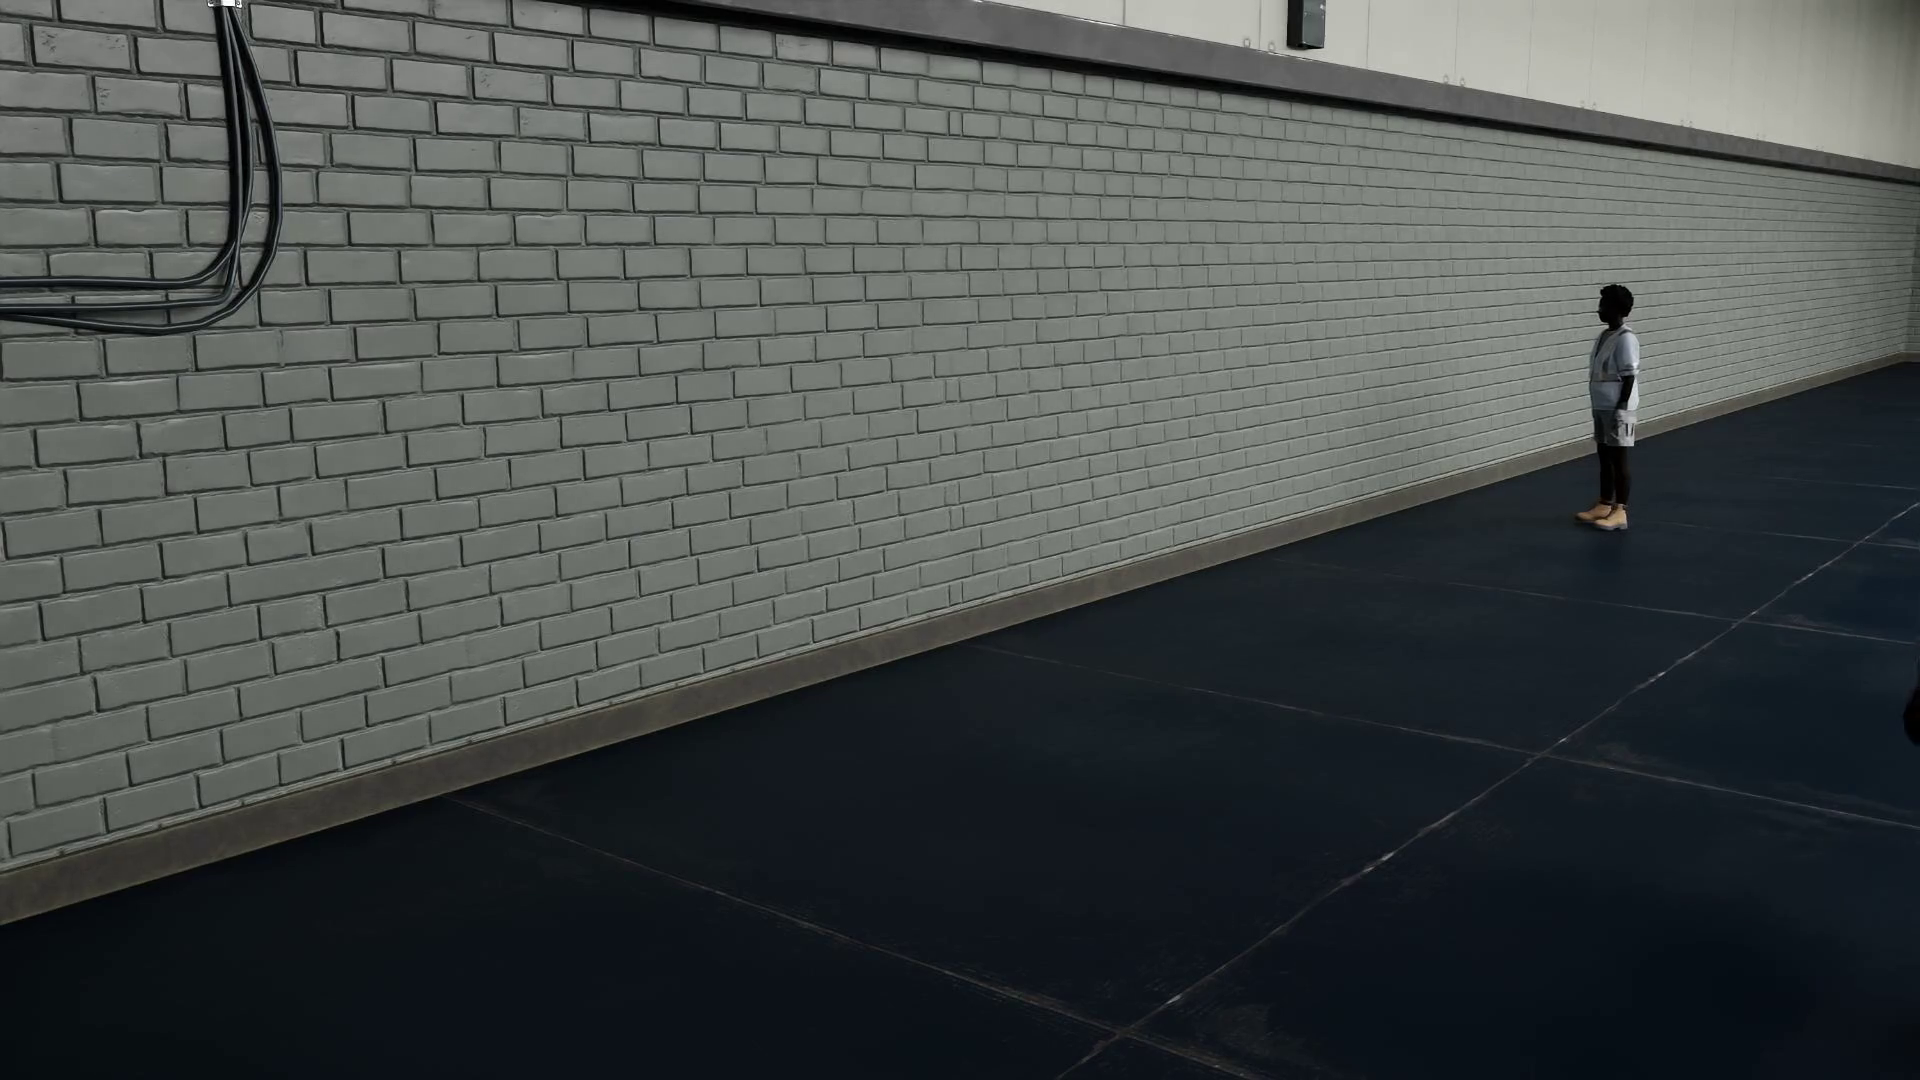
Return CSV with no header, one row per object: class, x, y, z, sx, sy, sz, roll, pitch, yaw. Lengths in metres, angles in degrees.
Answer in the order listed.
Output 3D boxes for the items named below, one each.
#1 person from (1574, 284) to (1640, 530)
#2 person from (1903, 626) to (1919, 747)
person,4.543,-0.926,11.596,0.321,1.696,0.537,0,10,2
person,2.547,0.348,3.901,0.575,1.925,0.413,7,13,35
